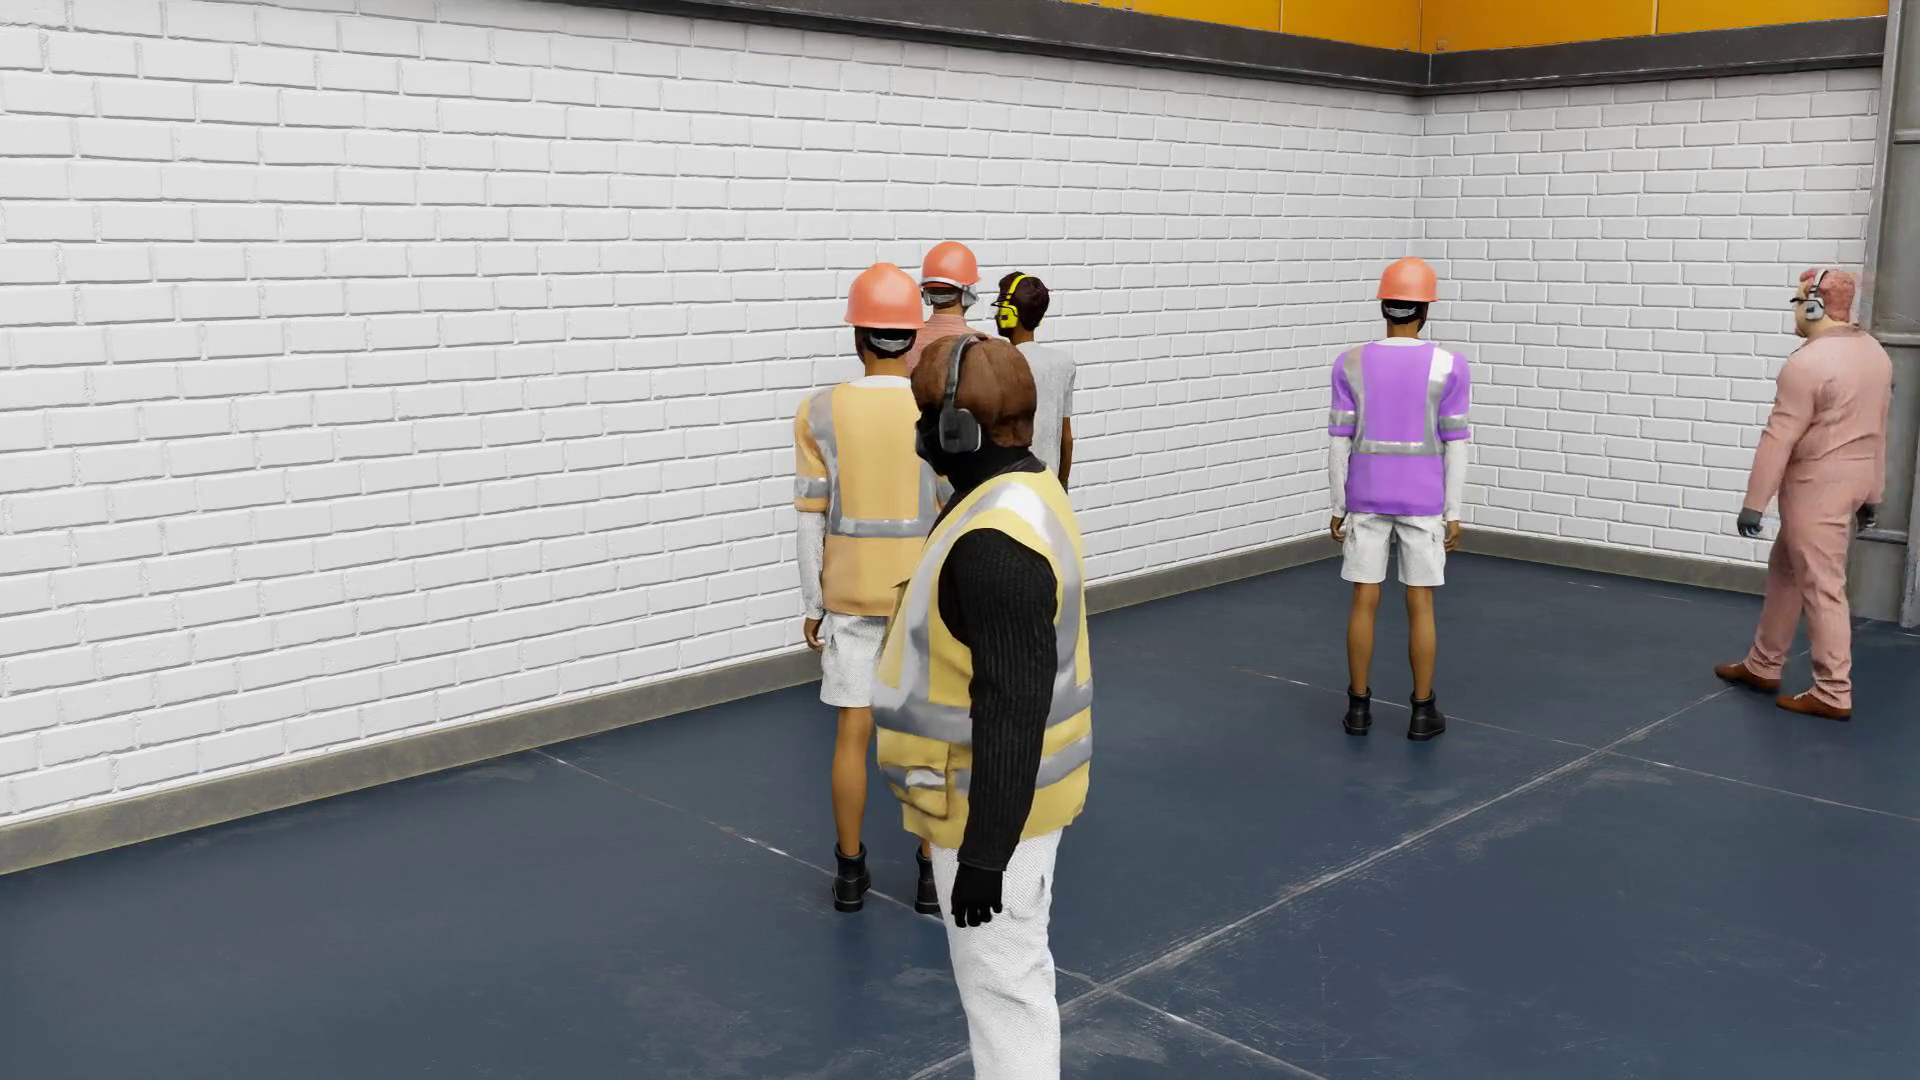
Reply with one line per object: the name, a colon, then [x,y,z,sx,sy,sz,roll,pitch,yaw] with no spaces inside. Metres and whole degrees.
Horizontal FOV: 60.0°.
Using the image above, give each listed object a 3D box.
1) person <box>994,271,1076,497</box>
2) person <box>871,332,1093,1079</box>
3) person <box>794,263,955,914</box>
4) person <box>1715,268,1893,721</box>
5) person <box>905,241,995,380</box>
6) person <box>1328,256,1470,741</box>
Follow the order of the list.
person: [0.249,-0.172,6.937,0.514,1.876,0.328,-8,13,-36]
person: [0.044,0.517,3.275,0.430,1.840,0.626,1,10,3]
person: [-0.210,0.159,4.949,0.550,1.941,0.347,1,10,6]
person: [3.527,-0.208,7.098,0.680,1.876,0.813,-8,13,-36]
person: [-0.039,-0.242,6.982,0.619,1.997,0.373,7,12,32]
person: [1.752,-0.159,6.692,0.547,1.938,0.377,4,11,22]
